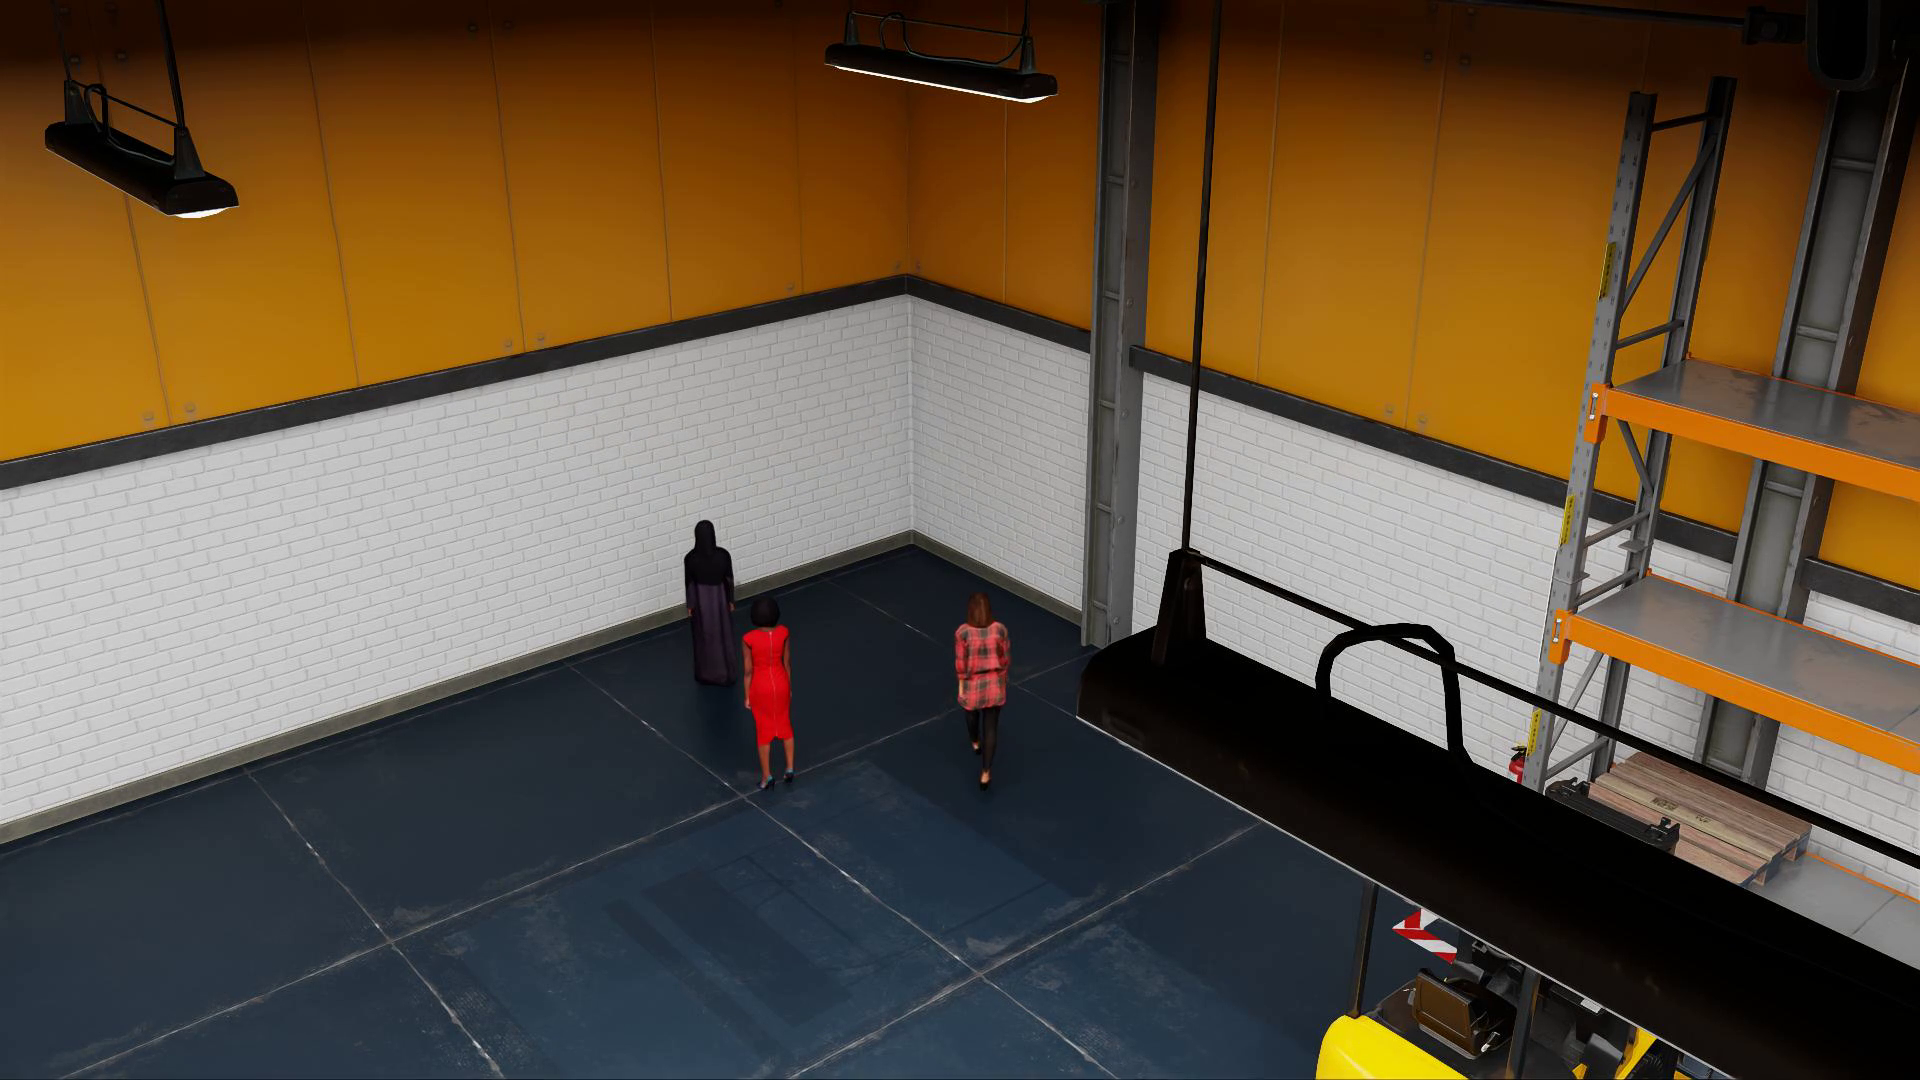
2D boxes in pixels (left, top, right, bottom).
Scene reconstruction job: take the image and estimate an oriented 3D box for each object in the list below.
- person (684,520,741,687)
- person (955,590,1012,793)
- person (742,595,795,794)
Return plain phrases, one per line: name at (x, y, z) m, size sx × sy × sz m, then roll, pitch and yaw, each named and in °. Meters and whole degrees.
person at (-2.295, 0.564, 15.234) m, size 0.706 × 1.615 × 0.733 m, roll -5°, pitch 24°, yaw -10°
person at (0.196, 1.252, 13.608) m, size 1.089 × 1.656 × 1.165 m, roll 1°, pitch 24°, yaw 3°
person at (-1.546, 1.245, 13.515) m, size 0.606 × 1.743 × 0.572 m, roll -11°, pitch 26°, yaw -24°
